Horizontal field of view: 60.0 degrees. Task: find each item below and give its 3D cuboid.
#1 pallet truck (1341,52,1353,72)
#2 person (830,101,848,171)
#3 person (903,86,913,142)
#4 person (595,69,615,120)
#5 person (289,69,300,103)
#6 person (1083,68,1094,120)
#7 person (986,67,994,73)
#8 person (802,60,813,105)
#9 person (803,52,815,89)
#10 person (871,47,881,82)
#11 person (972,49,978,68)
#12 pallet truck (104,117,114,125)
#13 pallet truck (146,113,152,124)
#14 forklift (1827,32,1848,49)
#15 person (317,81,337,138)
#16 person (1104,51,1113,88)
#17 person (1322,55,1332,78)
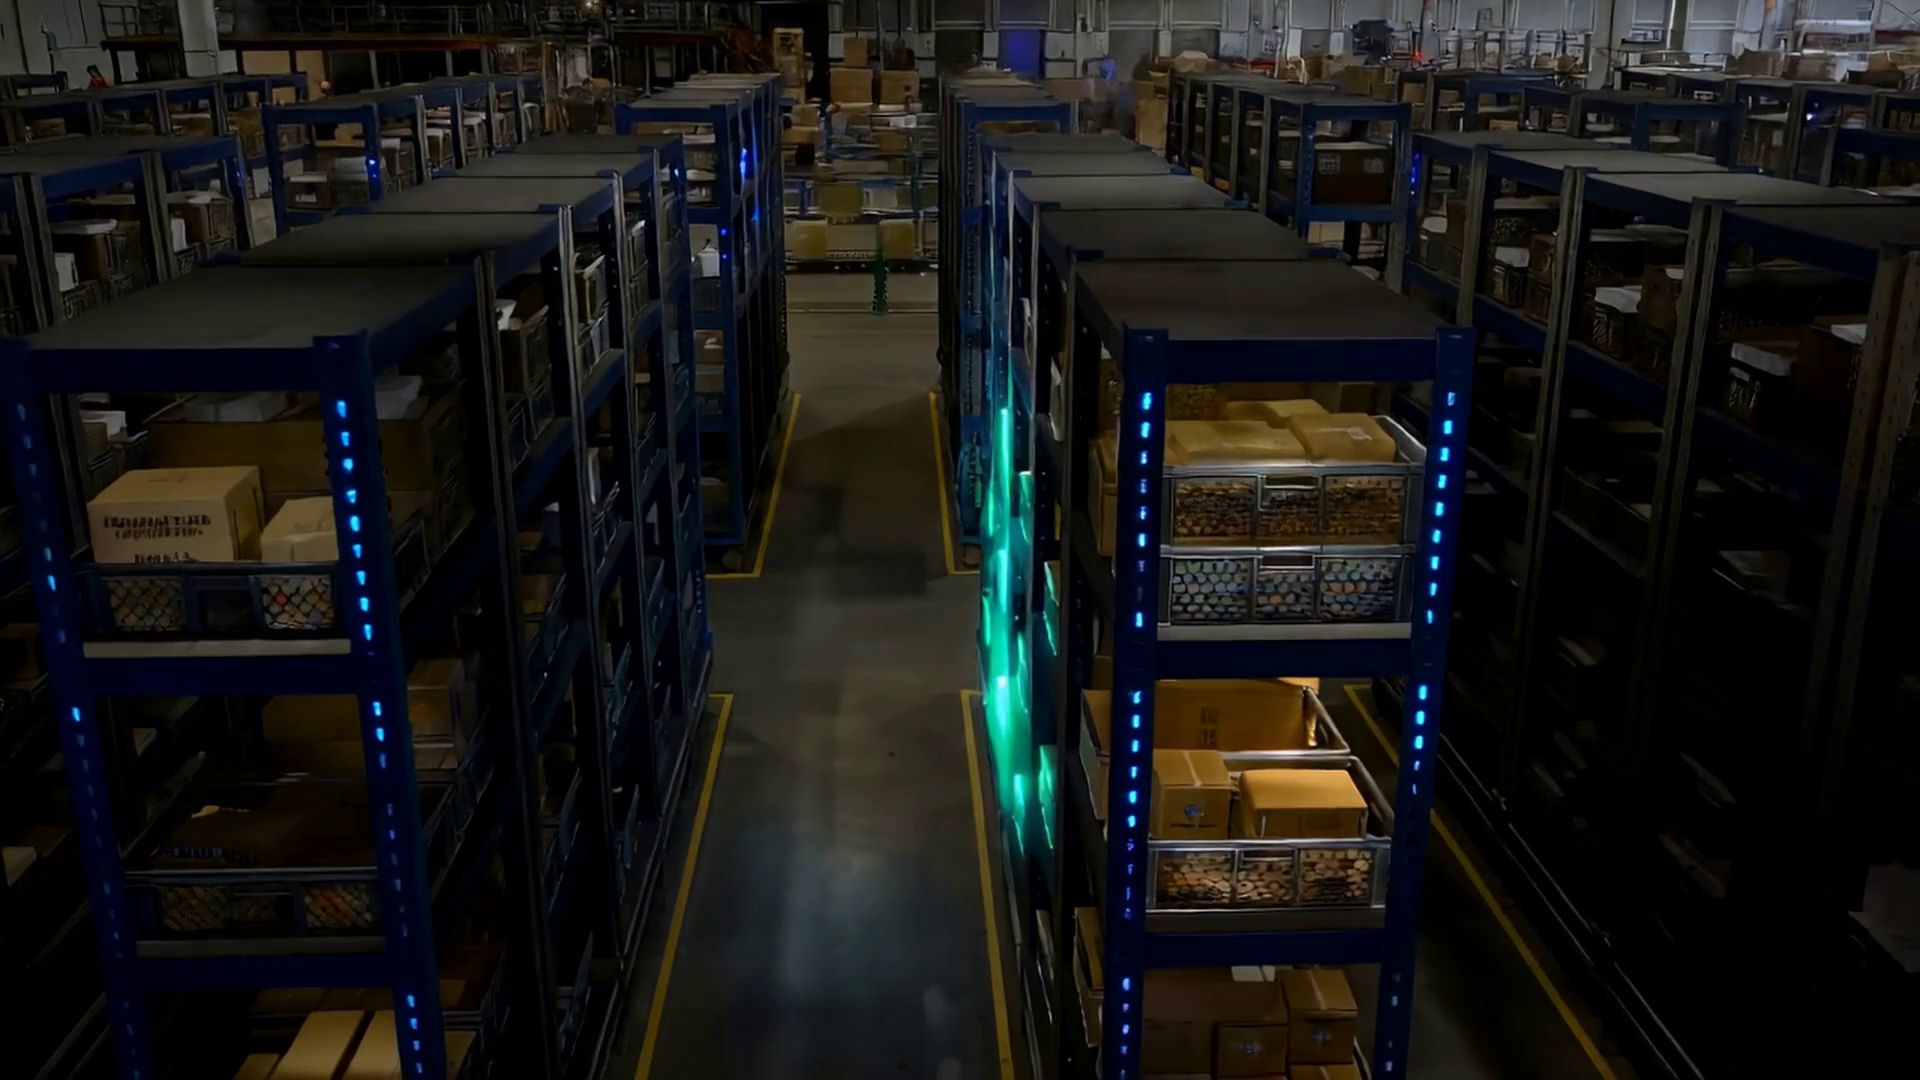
[{"bbox_3d":[18.794,-23.123,82.231,0.823,1.965,1.885,-13,22,-35],"label":"pallet truck"},{"bbox_3d":[-3.120,-10.395,43.047,0.518,1.874,0.329,-10,20,-28],"label":"person"},{"bbox_3d":[-1.565,-13.658,53.346,0.732,1.739,0.524,4,18,13],"label":"person"},{"bbox_3d":[-13.532,-16.926,63.240,0.989,1.891,0.563,-4,18,-13],"label":"person"},{"bbox_3d":[-25.022,-16.758,62.653,0.384,1.922,0.593,-16,24,-41],"label":"person"},{"bbox_3d":[4.851,-17.020,63.462,0.545,1.921,0.660,7,19,22],"label":"person"},{"bbox_3d":[1.081,-16.415,61.405,0.538,2.000,0.684,-1,18,-3],"label":"person"},{"bbox_3d":[-6.320,-18.692,68.469,0.637,2.026,0.517,17,24,42],"label":"person"},{"bbox_3d":[-7.800,-24.211,85.786,0.574,1.881,0.999,-10,21,-29],"label":"person"},{"bbox_3d":[-4.650,-26.746,93.529,0.842,1.945,0.701,-11,21,-31],"label":"person"},{"bbox_3d":[0.761,-25.911,91.054,0.995,1.870,0.616,8,19,22],"label":"person"},{"bbox_3d":[-18.367,-7.885,35.078,1.885,1.965,0.823,1,18,2],"label":"pallet truck"},{"bbox_3d":[-18.087,-8.309,36.390,1.885,1.965,0.823,-1,18,-4],"label":"pallet truck"},{"bbox_3d":[46.023,-25.321,87.619,1.129,2.768,1.873,-1,18,-2],"label":"forklift"},{"bbox_3d":[-20.869,-14.210,54.888,0.581,1.859,0.841,-10,21,-29],"label":"person"},{"bbox_3d":[7.865,-24.772,87.583,0.429,1.845,0.622,14,22,36],"label":"person"},{"bbox_3d":[18.449,-23.392,83.356,0.973,1.837,0.529,-9,20,-25],"label":"person"}]
